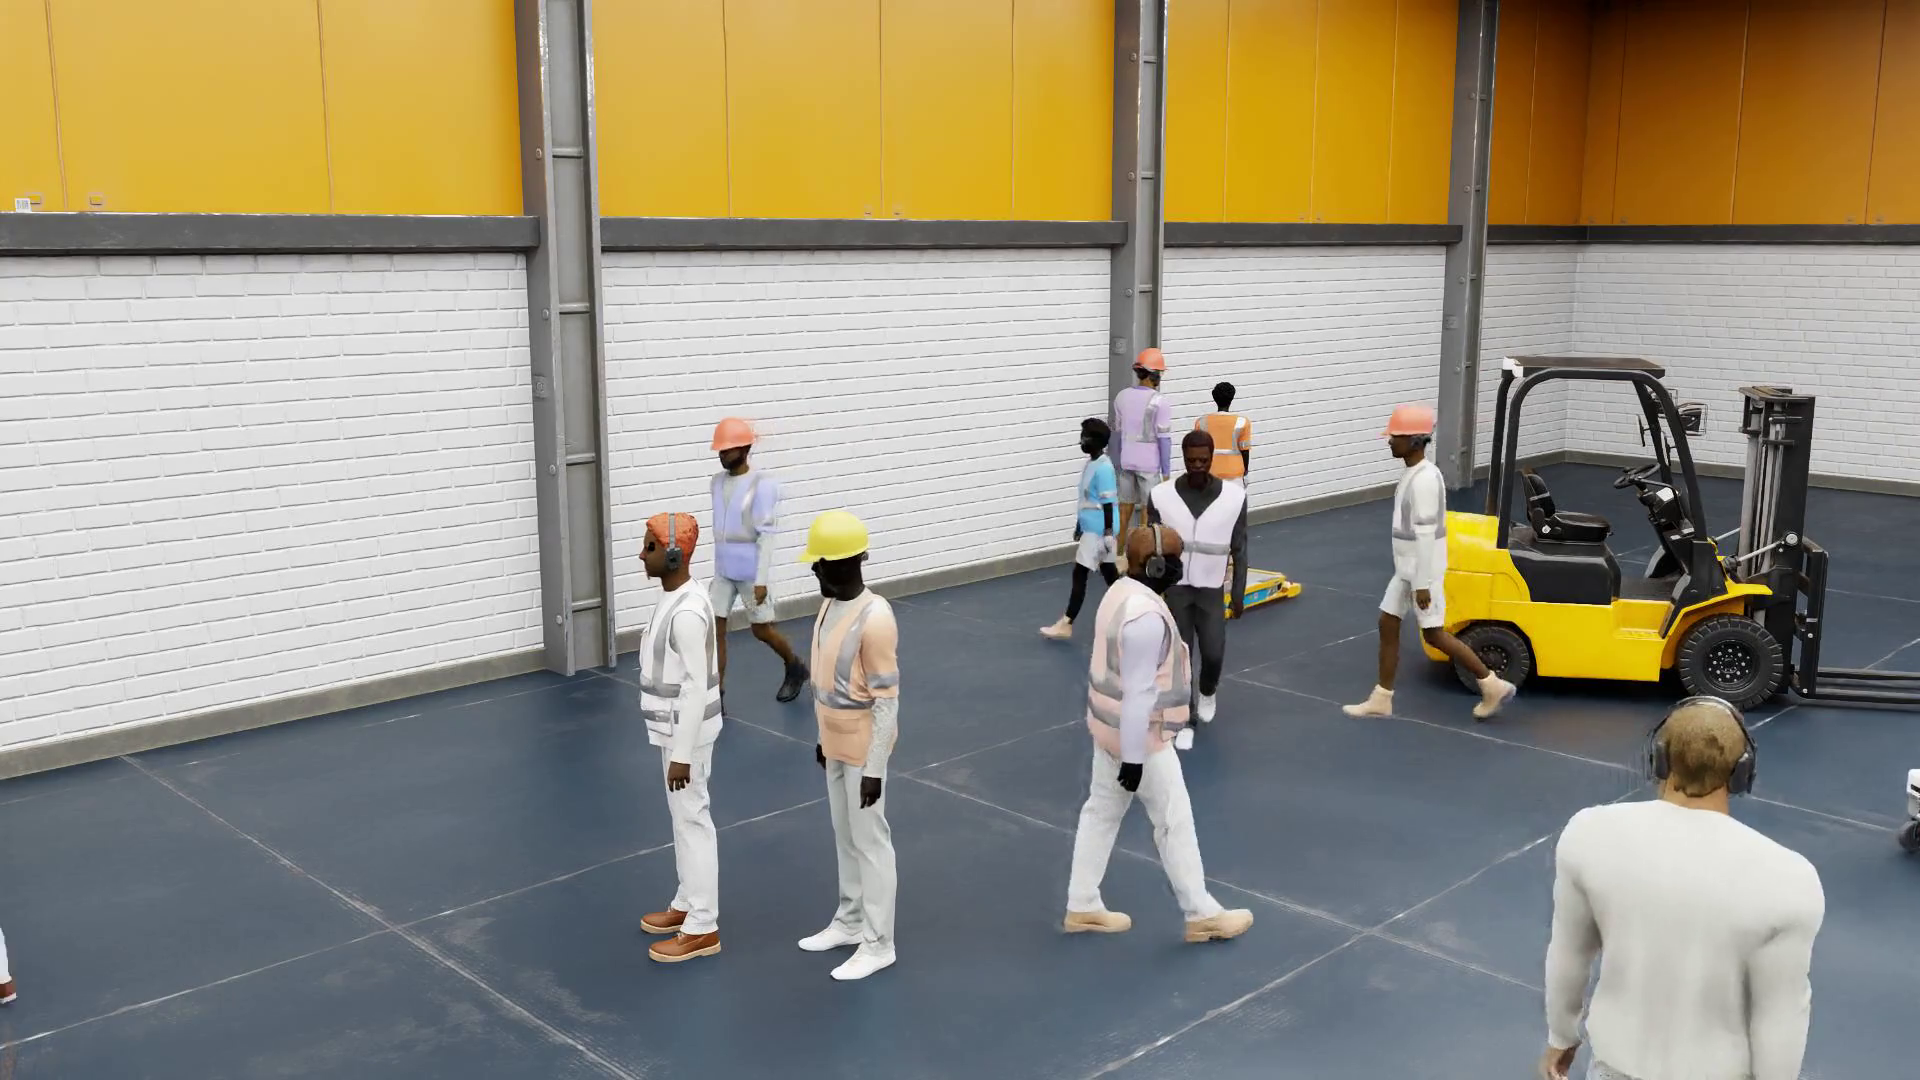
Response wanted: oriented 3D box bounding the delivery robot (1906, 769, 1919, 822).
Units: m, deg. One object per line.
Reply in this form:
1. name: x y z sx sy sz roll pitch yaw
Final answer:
1. delivery robot: 4.947 1.238 7.971 0.707 0.478 0.477 0 10 -2

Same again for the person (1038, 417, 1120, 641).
1. person: 0.915 -0.075 12.359 0.798 1.657 0.547 0 10 -2

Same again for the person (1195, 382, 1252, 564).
1. person: 2.377 -0.589 15.115 0.535 1.693 0.317 4 11 19

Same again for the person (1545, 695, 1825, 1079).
1. person: 1.733 1.322 4.123 0.641 1.909 0.923 8 13 39

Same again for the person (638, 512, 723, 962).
1. person: -1.174 0.812 6.950 0.356 1.883 0.573 -3 11 -14

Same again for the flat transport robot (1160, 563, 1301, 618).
1. flat transport robot: 2.135 0.411 13.531 0.652 0.197 1.431 9 13 40

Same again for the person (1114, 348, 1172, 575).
1. person: 1.623 -0.663 14.601 0.415 2.035 0.607 -9 14 -41

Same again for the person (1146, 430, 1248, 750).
1. person: 1.393 0.269 9.886 0.613 1.898 0.560 2 11 10

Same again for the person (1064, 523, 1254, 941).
1. person: 0.859 0.824 7.087 0.889 1.801 0.653 -1 10 -6

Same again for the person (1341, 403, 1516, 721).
1. person: 2.921 0.161 10.202 0.974 2.010 0.616 1 10 7

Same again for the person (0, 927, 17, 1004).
1. person: -3.901 1.070 6.306 0.384 1.605 0.551 2 11 10

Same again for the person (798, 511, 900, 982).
1. person: -0.450 0.827 6.762 0.383 1.920 0.585 -5 11 -25

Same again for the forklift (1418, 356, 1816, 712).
1. forklift: 4.276 -0.101 11.076 2.313 2.155 1.214 2 11 13

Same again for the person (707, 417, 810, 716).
1. person: -1.348 0.159 10.461 0.553 1.899 0.914 8 13 36
